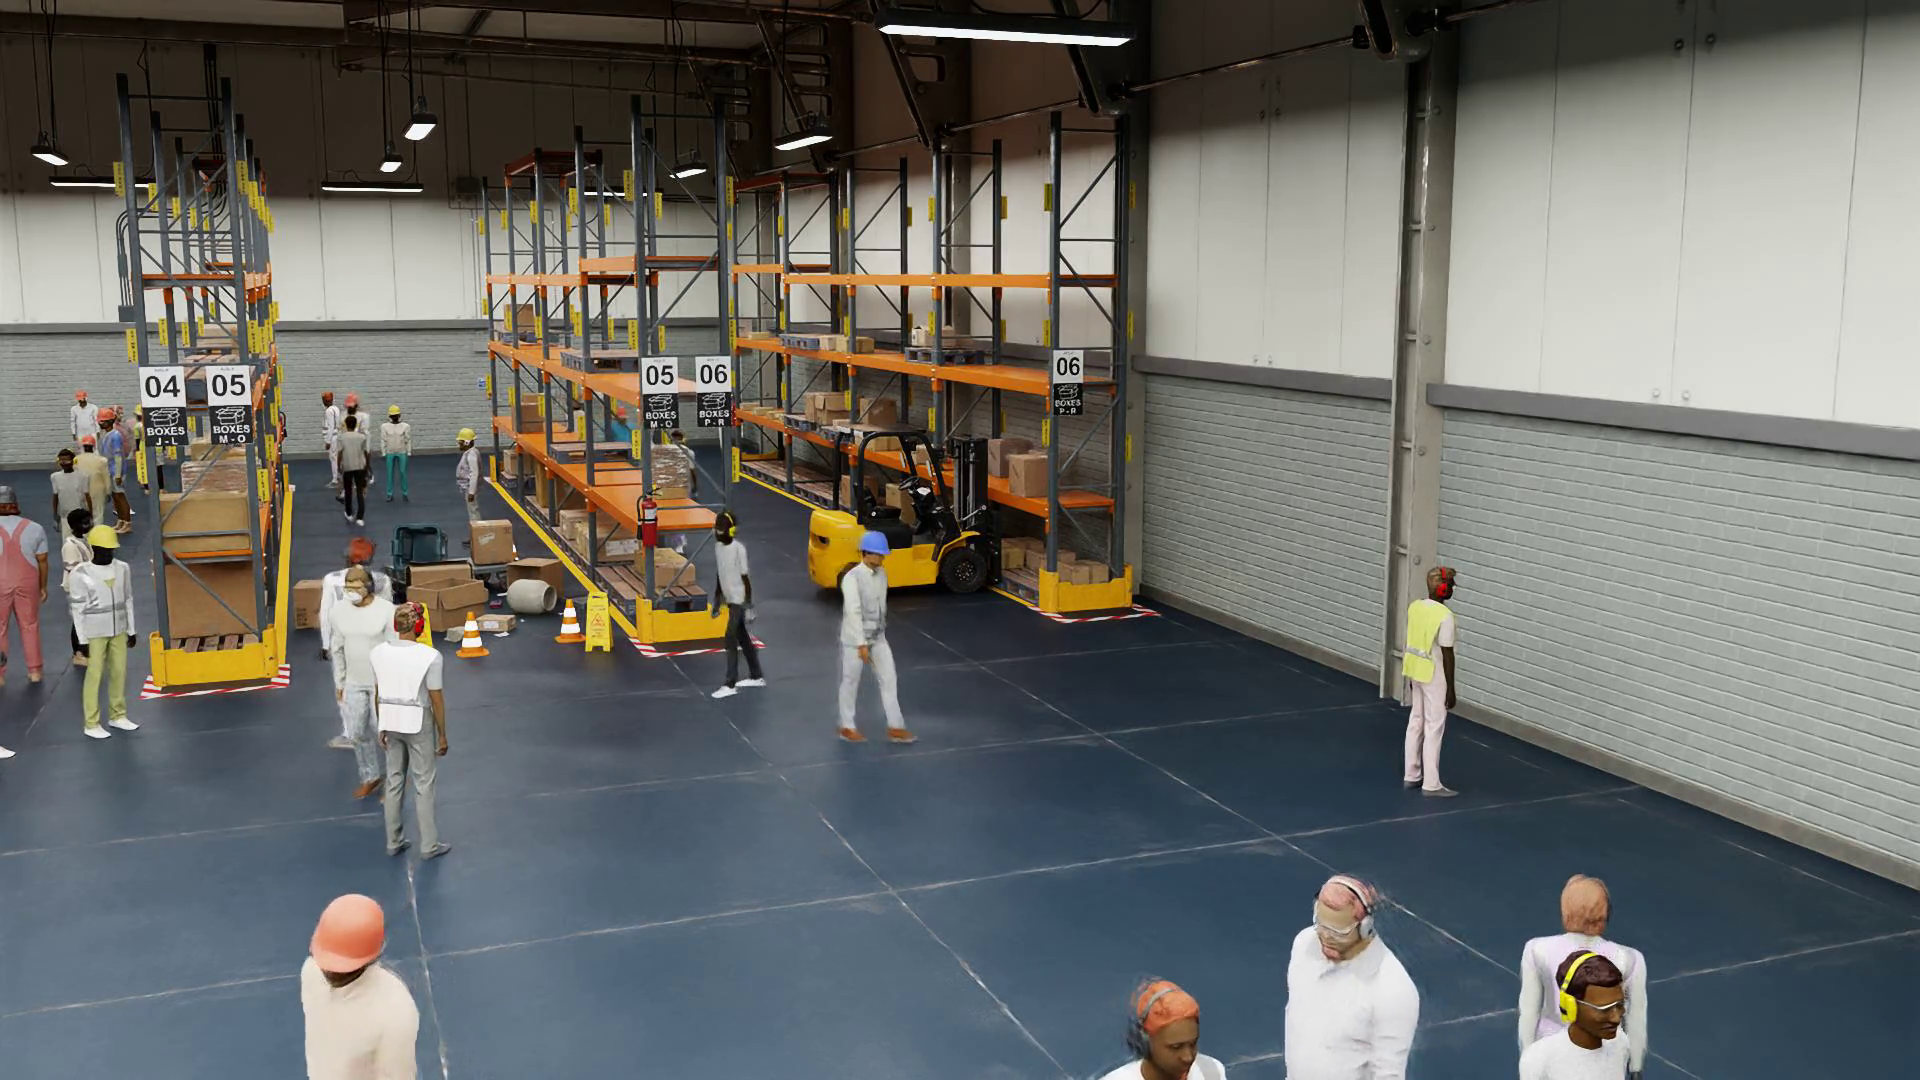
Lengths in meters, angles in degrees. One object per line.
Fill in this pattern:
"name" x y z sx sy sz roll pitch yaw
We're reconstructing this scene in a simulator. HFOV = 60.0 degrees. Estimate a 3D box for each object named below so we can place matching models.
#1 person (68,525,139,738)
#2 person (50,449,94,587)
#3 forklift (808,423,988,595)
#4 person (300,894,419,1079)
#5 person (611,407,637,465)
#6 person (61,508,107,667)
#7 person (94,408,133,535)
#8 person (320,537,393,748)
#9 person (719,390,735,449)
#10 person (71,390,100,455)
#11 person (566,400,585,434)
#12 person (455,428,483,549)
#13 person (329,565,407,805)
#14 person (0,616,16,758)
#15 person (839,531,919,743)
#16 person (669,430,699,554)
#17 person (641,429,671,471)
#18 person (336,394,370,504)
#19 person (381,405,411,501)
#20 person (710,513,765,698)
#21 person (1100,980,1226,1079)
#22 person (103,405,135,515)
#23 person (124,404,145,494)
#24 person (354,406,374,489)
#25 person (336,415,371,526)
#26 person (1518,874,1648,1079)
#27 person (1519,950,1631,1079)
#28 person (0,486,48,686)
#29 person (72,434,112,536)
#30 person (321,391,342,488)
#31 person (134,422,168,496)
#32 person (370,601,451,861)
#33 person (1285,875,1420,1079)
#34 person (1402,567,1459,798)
"person" -7.663 0.813 14.931 0.398 1.917 0.585 5 10 27
"person" -11.785 -0.295 22.099 0.500 1.861 0.329 -2 9 -10
"forklift" -0.830 -0.399 21.676 2.313 2.155 1.214 -4 10 -21
"person" -2.274 2.200 6.141 0.684 1.927 0.915 5 10 27
"person" -6.165 -1.610 30.777 0.684 1.706 0.765 -7 11 -38
"person" -9.303 0.501 17.609 0.320 1.687 0.539 -1 9 -8
"person" -13.553 -1.094 26.581 0.418 2.034 0.604 -9 12 -43
"person" -5.180 0.906 14.497 0.731 1.870 0.460 -4 10 -25
"person" -5.557 -3.059 39.530 0.429 1.844 0.624 -4 10 -26
"person" -18.387 -2.282 34.965 0.574 1.738 0.352 -2 9 -10
"person" -7.881 -2.098 34.127 0.279 1.634 0.497 7 11 36
"person" -7.433 -0.780 25.210 0.404 1.830 0.600 -3 9 -18
"person" -4.592 1.124 12.979 0.636 1.925 0.435 2 9 13
"person" -8.289 0.961 14.024 0.402 1.906 0.651 1 9 8
"person" -0.731 0.878 14.534 0.890 1.903 0.599 7 11 38
"person" -4.185 -0.737 24.874 0.552 1.854 0.559 -3 10 -20
"person" -5.014 -1.108 27.659 0.578 1.713 0.885 -5 10 -29
"person" -11.082 -1.667 30.343 0.635 1.973 1.052 0 9 -2
"person" -10.337 -1.588 30.503 0.523 1.769 0.320 -3 9 -16
"person" -2.207 0.626 16.439 0.678 1.828 0.517 -6 11 -32
"person" 0.595 2.325 5.553 0.589 1.867 0.561 -6 11 -32
"person" -14.561 -1.384 28.783 0.410 1.907 0.642 -6 11 -32
"person" -15.614 -1.753 31.713 0.557 1.724 0.836 -1 9 -4
"person" -11.697 -1.821 32.426 0.512 1.622 0.470 0 9 1
"person" -10.111 -1.168 27.707 0.554 1.814 0.994 -4 10 -23
"person" 2.589 2.229 6.968 0.515 1.615 0.663 5 10 27
"person" 2.116 2.301 5.701 0.515 1.873 0.329 -5 11 -31
"person" -9.620 0.447 16.835 0.686 2.000 0.535 -8 12 -40
"person" -13.188 -0.741 25.254 0.581 1.733 0.422 -3 9 -17
"person" -12.249 -1.954 32.432 0.355 1.887 0.574 -1 9 -7
"person" -15.183 -1.671 31.229 0.540 1.700 0.315 -2 9 -13
"person" -3.901 1.355 11.778 0.561 1.836 0.394 3 9 17
"person" 1.459 2.185 6.409 0.427 1.878 0.680 -6 11 -32
"person" 3.727 1.122 13.204 0.373 1.840 0.571 -3 9 -17
